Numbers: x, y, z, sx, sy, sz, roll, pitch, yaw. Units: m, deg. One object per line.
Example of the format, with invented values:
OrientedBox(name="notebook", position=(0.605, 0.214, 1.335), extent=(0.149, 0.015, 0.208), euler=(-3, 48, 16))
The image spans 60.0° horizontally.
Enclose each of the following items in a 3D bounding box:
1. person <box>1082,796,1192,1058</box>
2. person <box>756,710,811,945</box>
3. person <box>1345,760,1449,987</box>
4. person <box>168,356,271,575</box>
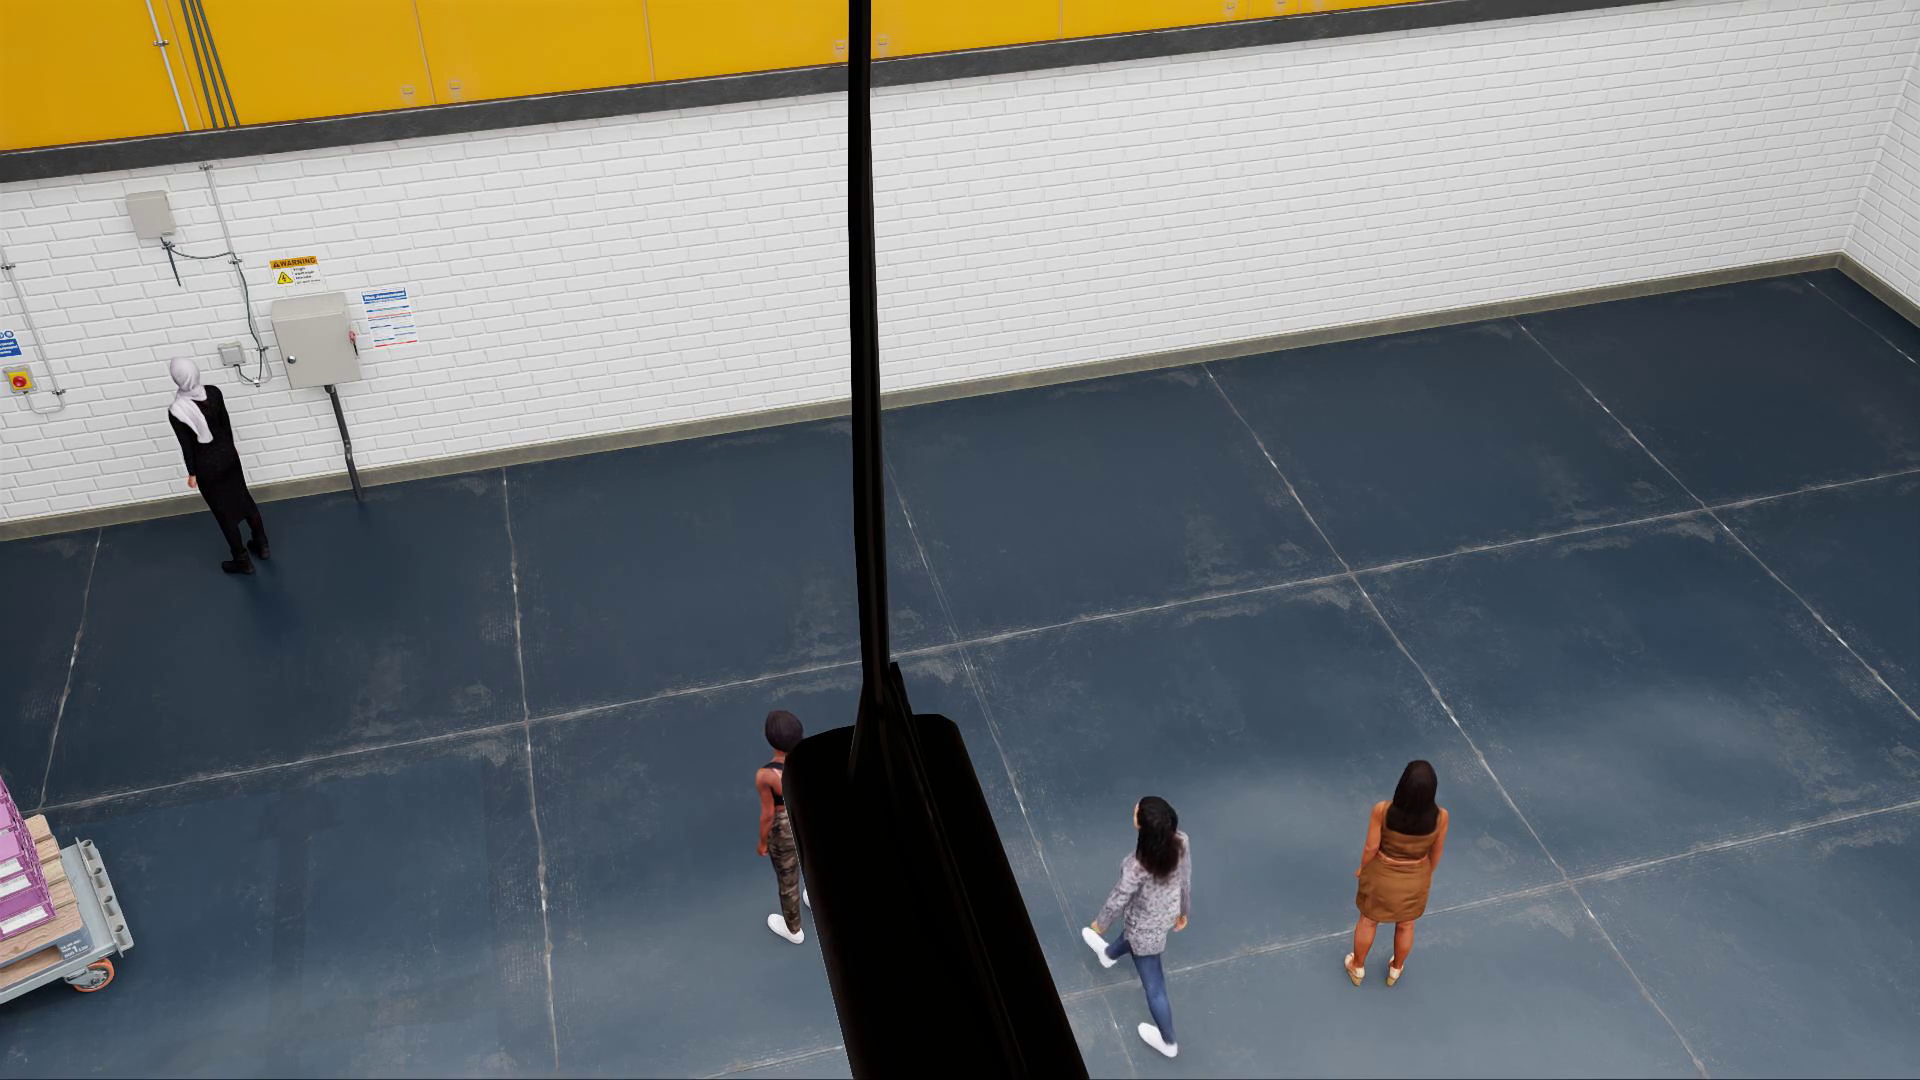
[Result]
OrientedBox(name="person", position=(1.040, 2.049, 8.618), extent=(0.941, 1.691, 1.186), euler=(-29, 47, -31))
OrientedBox(name="person", position=(-0.930, 1.579, 9.198), extent=(0.661, 1.700, 0.669), euler=(-31, 48, -33))
OrientedBox(name="person", position=(2.338, 1.804, 8.925), extent=(0.627, 1.689, 0.609), euler=(3, 39, 3))
OrientedBox(name="person", position=(-5.260, -0.529, 11.774), extent=(0.747, 1.780, 0.669), euler=(16, 41, 19))
